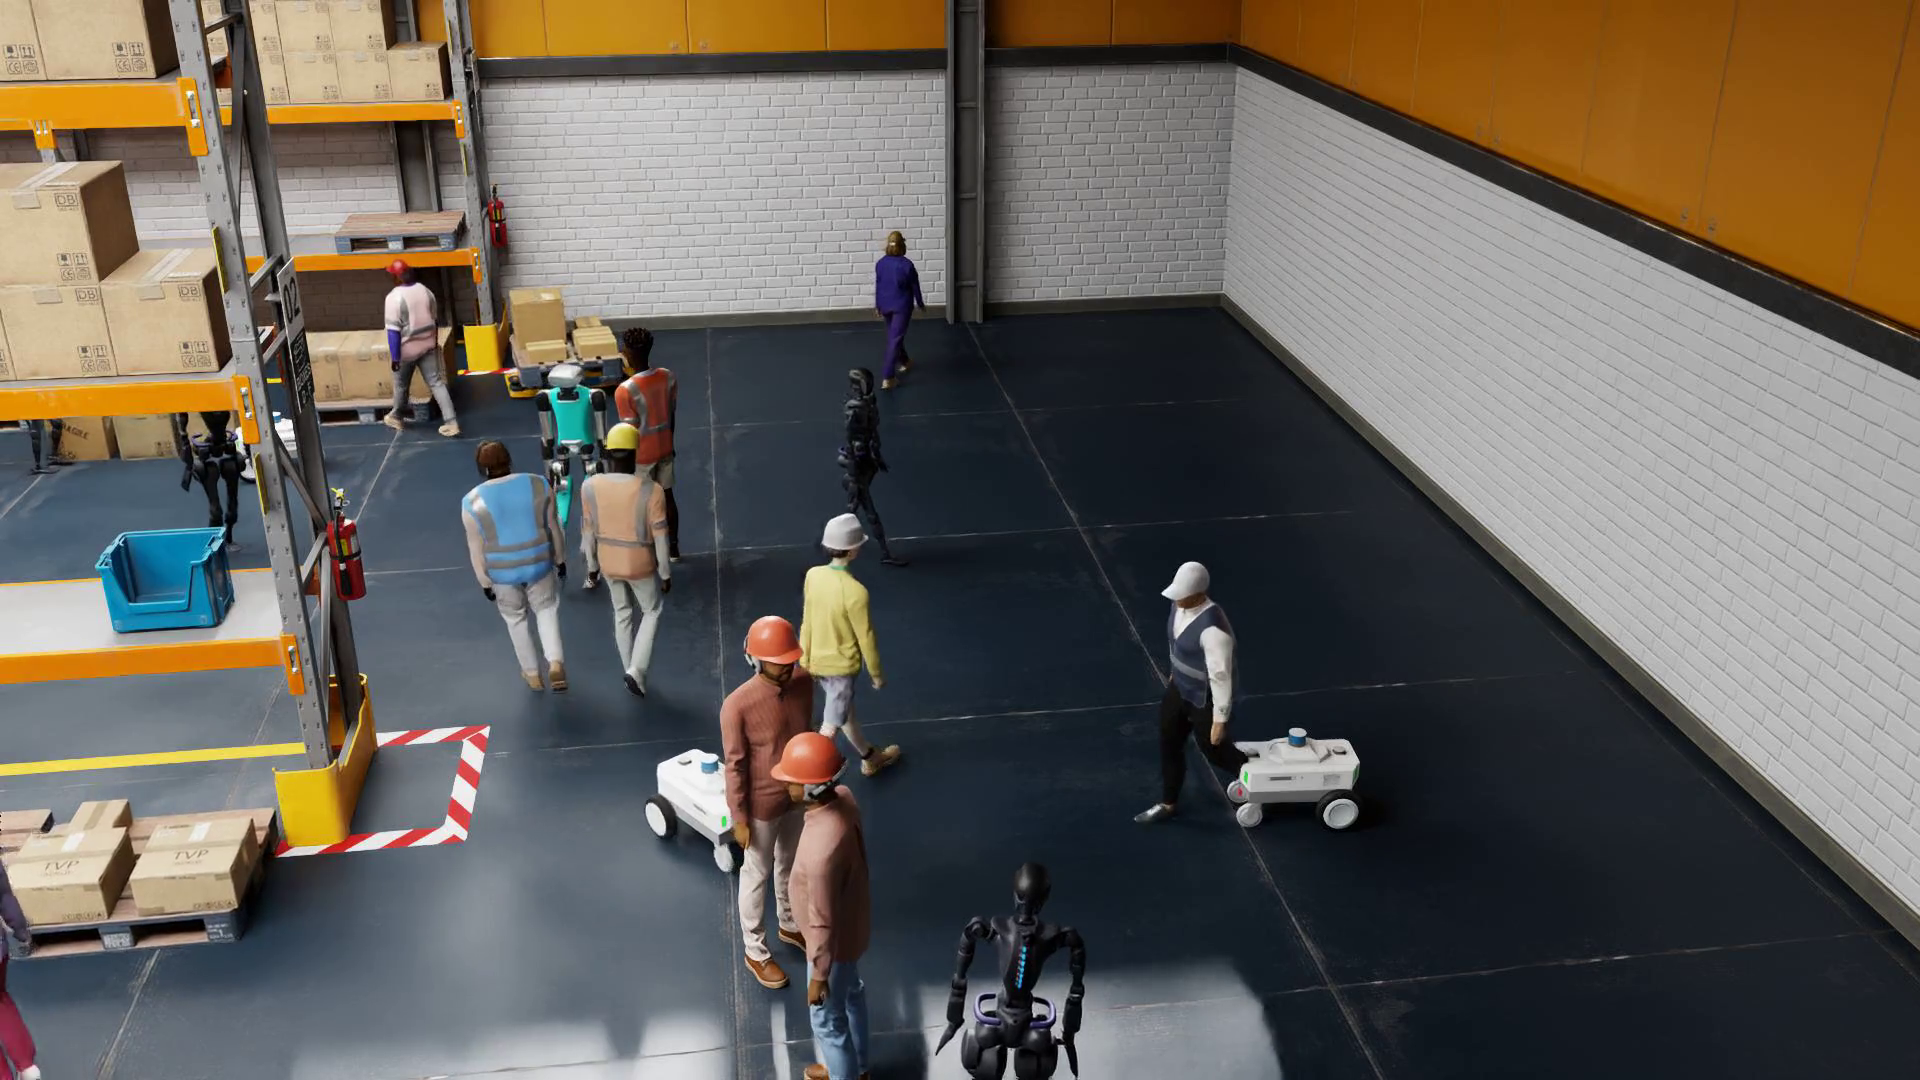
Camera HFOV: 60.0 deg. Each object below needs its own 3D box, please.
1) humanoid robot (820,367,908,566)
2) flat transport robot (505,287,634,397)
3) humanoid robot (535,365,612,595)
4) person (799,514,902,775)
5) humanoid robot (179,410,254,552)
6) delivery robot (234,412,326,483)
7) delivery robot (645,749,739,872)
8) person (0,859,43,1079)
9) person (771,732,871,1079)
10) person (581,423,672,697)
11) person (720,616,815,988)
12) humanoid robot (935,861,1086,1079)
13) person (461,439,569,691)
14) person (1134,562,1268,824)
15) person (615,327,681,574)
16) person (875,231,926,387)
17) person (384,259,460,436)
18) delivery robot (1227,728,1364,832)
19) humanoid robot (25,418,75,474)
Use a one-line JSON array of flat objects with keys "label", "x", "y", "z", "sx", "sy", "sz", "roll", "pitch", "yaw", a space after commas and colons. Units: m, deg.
[{"label": "humanoid robot", "x": -0.768, "y": -0.596, "z": 13.078, "sx": 0.793, "sy": 1.629, "sz": 0.602, "roll": 8, "pitch": 25, "yaw": 18}, {"label": "flat transport robot", "x": -3.988, "y": -1.726, "z": 17.329, "sx": 1.431, "sy": 0.231, "sz": 0.659, "roll": -8, "pitch": 25, "yaw": -17}, {"label": "humanoid robot", "x": -2.891, "y": -0.343, "z": 12.449, "sx": 0.542, "sy": 1.876, "sz": 0.650, "roll": 1, "pitch": 24, "yaw": 2}, {"label": "person", "x": -0.702, "y": 0.726, "z": 9.800, "sx": 0.965, "sy": 1.843, "sz": 0.477, "roll": -21, "pitch": 31, "yaw": -40}, {"label": "humanoid robot", "x": -5.875, "y": -0.651, "z": 13.143, "sx": 0.433, "sy": 1.640, "sz": 0.610, "roll": 21, "pitch": 31, "yaw": 39}, {"label": "delivery robot", "x": -6.151, "y": -0.848, "z": 14.989, "sx": 0.808, "sy": 0.607, "sz": 0.499, "roll": -7, "pitch": 25, "yaw": -15}, {"label": "delivery robot", "x": -1.444, "y": 1.516, "z": 9.610, "sx": 0.499, "sy": 0.614, "sz": 0.814, "roll": -21, "pitch": 31, "yaw": -39}, {"label": "person", "x": -4.432, "y": 1.876, "z": 7.432, "sx": 0.383, "sy": 1.609, "sz": 0.552, "roll": 13, "pitch": 27, "yaw": 28}, {"label": "person", "x": -0.592, "y": 1.730, "z": 7.327, "sx": 0.410, "sy": 1.984, "sz": 0.634, "roll": 2, "pitch": 24, "yaw": 4}, {"label": "person", "x": -2.199, "y": 0.171, "z": 10.984, "sx": 0.595, "sy": 1.896, "sz": 0.562, "roll": 4, "pitch": 24, "yaw": 8}, {"label": "person", "x": -0.914, "y": 1.282, "z": 8.330, "sx": 0.376, "sy": 1.995, "sz": 0.609, "roll": 18, "pitch": 29, "yaw": 35}, {"label": "humanoid robot", "x": 0.205, "y": 2.058, "z": 6.996, "sx": 0.624, "sy": 1.635, "sz": 0.607, "roll": 0, "pitch": 24, "yaw": 1}, {"label": "person", "x": -2.909, "y": 0.214, "z": 10.983, "sx": 0.648, "sy": 1.817, "sz": 0.578, "roll": -10, "pitch": 26, "yaw": -22}, {"label": "person", "x": 1.462, "y": 0.876, "z": 9.603, "sx": 0.781, "sy": 1.720, "sz": 0.787, "roll": -10, "pitch": 25, "yaw": -21}, {"label": "person", "x": -2.418, "y": -0.690, "z": 12.860, "sx": 0.368, "sy": 1.965, "sz": 0.605, "roll": 14, "pitch": 27, "yaw": 28}, {"label": "person", "x": -0.645, "y": -2.420, "z": 17.276, "sx": 0.467, "sy": 1.573, "sz": 0.864, "roll": 14, "pitch": 27, "yaw": 28}, {"label": "person", "x": -5.174, "y": -1.823, "z": 15.765, "sx": 0.934, "sy": 1.705, "sz": 0.644, "roll": 16, "pitch": 28, "yaw": 33}, {"label": "delivery robot", "x": 1.994, "y": 1.399, "z": 9.861, "sx": 0.802, "sy": 0.601, "sz": 0.499, "roll": -1, "pitch": 24, "yaw": -3}, {"label": "humanoid robot", "x": -8.268, "y": -1.381, "z": 14.788, "sx": 0.347, "sy": 1.646, "sz": 0.589, "roll": -3, "pitch": 24, "yaw": -7}]
